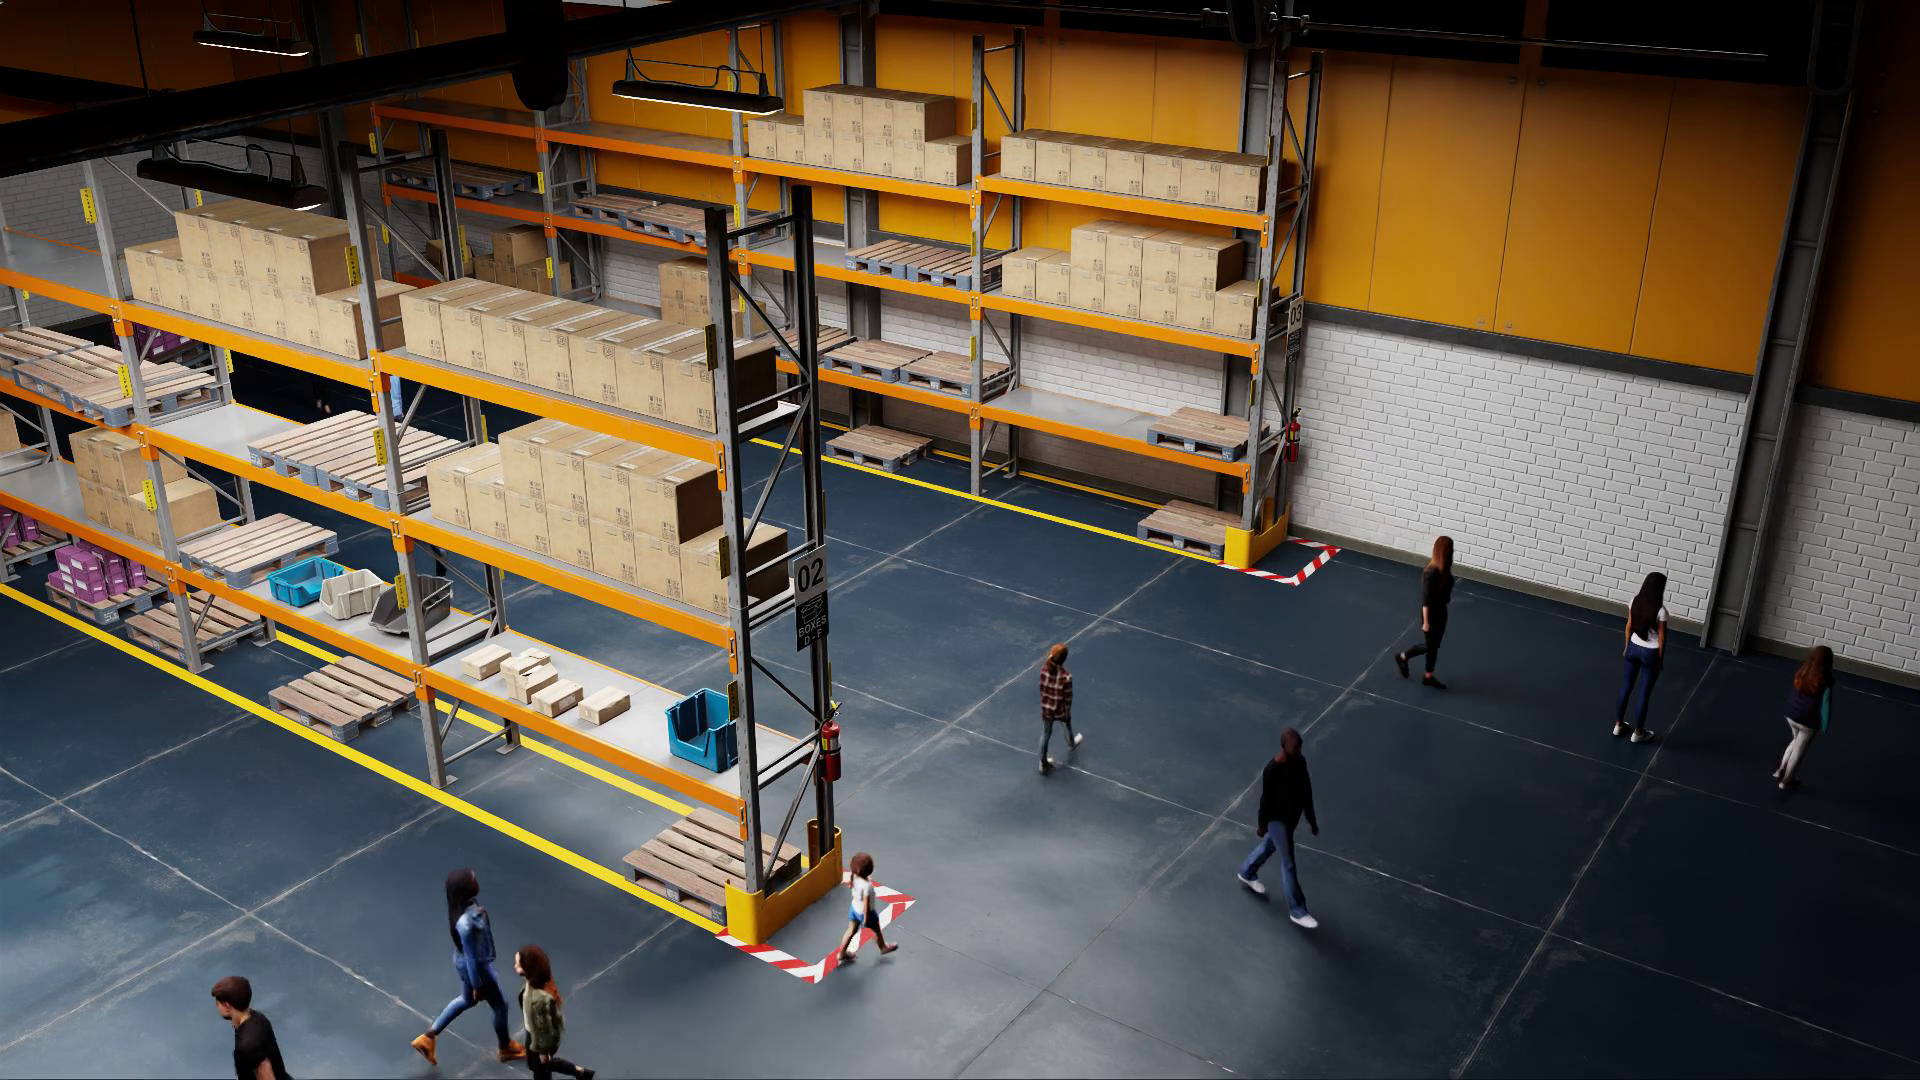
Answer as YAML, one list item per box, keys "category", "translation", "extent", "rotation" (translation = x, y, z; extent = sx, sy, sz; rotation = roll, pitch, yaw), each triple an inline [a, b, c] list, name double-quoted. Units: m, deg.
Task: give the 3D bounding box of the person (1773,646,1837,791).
- category: "person"
  translation: [7.787, 1.661, 15.438]
  extent: [0.763, 1.493, 0.689]
  rotation: [-8, 25, -19]

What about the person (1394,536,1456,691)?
- category: "person"
  translation: [4.847, 0.734, 17.295]
  extent: [0.826, 1.705, 0.658]
  rotation: [20, 30, 38]

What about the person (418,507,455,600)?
- category: "person"
  translation: [-6.119, -0.175, 19.286]
  extent: [0.577, 1.774, 0.624]
  rotation: [15, 28, 30]

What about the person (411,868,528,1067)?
- category: "person"
  translation: [-3.566, 3.100, 11.905]
  extent: [1.051, 1.687, 1.103]
  rotation: [-9, 25, -20]

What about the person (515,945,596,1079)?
- category: "person"
  translation: [-2.812, 3.405, 11.483]
  extent: [0.835, 1.466, 0.824]
  rotation: [-12, 26, -26]

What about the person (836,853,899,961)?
- category: "person"
  translation: [-0.817, 2.920, 13.177]
  extent: [0.674, 0.997, 0.716]
  rotation: [-12, 26, -25]

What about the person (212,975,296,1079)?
- category: "person"
  translation: [-4.299, 3.604, 10.606]
  extent: [1.139, 1.802, 1.128]
  rotation: [-12, 26, -26]

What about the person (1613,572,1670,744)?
- category: "person"
  translation: [6.683, 1.138, 16.281]
  extent: [0.717, 1.775, 0.576]
  rotation: [-15, 28, -30]

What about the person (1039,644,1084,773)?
- category: "person"
  translation: [0.870, 1.612, 15.823]
  extent: [0.816, 1.275, 0.645]
  rotation: [12, 26, 26]

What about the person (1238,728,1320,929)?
- category: "person"
  translation: [2.605, 2.280, 13.758]
  extent: [0.790, 1.706, 1.195]
  rotation: [-19, 30, -37]
